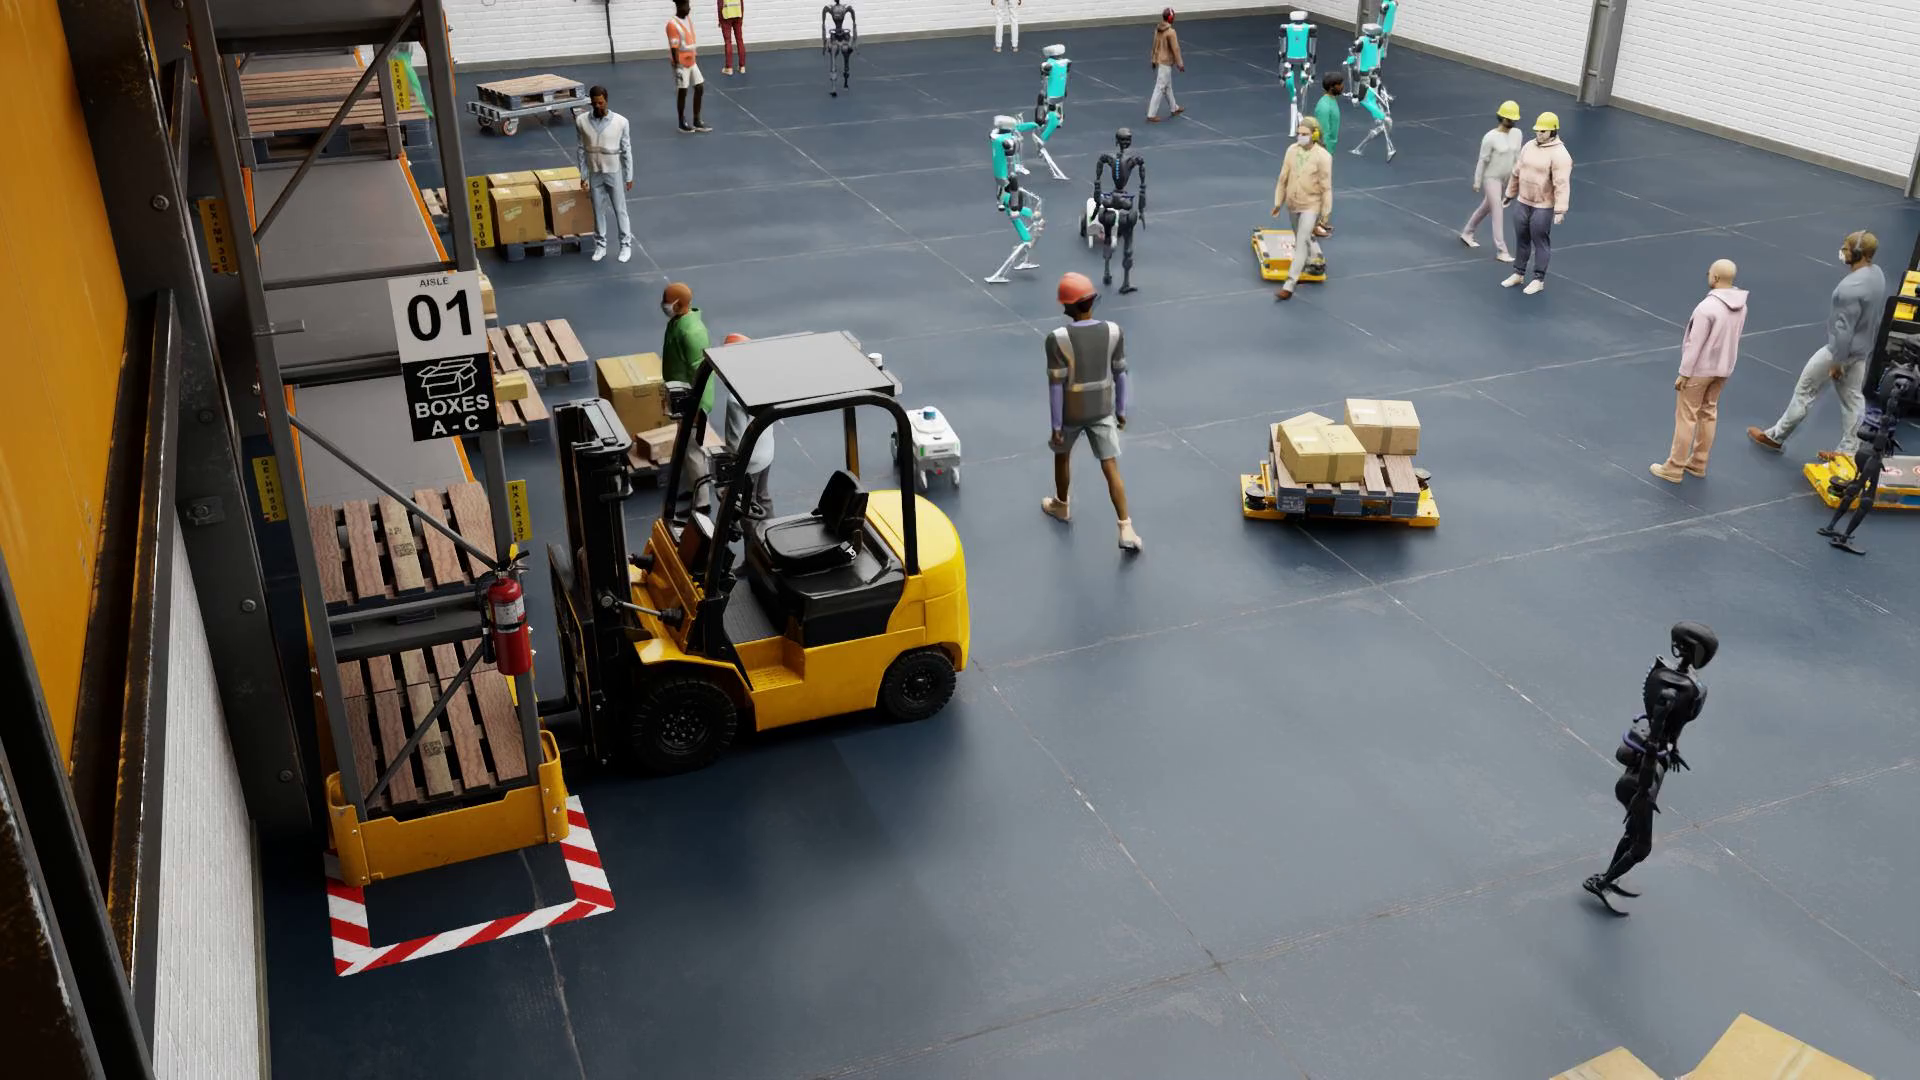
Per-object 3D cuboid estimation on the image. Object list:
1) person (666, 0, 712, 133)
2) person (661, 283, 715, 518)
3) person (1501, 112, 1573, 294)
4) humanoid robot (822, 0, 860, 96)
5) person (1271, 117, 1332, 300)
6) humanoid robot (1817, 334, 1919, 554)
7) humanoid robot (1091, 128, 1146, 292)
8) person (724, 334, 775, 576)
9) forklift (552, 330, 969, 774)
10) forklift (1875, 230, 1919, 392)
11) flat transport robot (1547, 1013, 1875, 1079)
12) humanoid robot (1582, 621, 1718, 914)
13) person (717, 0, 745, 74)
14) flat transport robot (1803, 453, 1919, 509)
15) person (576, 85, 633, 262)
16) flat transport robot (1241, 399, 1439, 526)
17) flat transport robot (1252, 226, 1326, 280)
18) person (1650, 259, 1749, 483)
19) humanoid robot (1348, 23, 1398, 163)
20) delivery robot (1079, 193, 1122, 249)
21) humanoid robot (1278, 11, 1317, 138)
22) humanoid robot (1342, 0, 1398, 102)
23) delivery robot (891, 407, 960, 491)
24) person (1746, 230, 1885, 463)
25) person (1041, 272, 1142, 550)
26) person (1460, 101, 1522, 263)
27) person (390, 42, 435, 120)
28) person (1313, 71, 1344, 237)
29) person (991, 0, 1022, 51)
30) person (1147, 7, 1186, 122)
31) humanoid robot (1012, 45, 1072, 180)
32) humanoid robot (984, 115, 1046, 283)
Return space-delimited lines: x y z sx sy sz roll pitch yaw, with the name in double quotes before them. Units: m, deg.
"person" -3.830 -6.742 23.523 0.548 1.944 0.652 11 29 21
"person" -2.027 -1.058 12.417 0.412 1.776 0.559 -9 28 -18
"person" 5.965 -3.485 17.156 0.429 1.859 0.793 -14 30 -26
"humanoid robot" -1.859 -7.763 25.913 0.588 1.624 0.791 0 27 1
"person" 3.514 -3.435 17.103 0.925 1.839 0.591 -22 34 -37
"humanoid robot" 6.515 -0.704 11.841 0.458 1.637 0.610 18 32 32
"humanoid robot" 1.626 -3.429 17.242 0.600 1.636 0.442 10 28 18
"person" -1.473 -0.590 11.522 0.344 1.740 0.573 8 28 15
"forklift" -1.094 0.010 9.831 2.313 2.155 1.214 -10 28 -20
"forklift" 9.029 -2.397 14.618 1.214 2.155 2.313 18 32 32
"flat transport robot" 2.803 2.800 6.418 0.659 0.231 1.431 -13 29 -24
"humanoid robot" 3.417 1.104 8.240 0.376 1.642 0.599 18 32 31
"person" -3.767 -8.581 27.388 0.468 1.769 0.378 -14 30 -26
"flat transport robot" 7.372 -0.422 12.826 1.431 0.231 0.659 4 27 7
"person" -3.844 -3.990 18.102 0.591 1.911 0.391 4 27 7
"flat transport robot" 2.881 -0.348 12.680 1.431 0.231 0.659 3 27 5
"flat transport robot" 3.594 -3.136 18.225 0.659 0.231 1.431 2 27 3
"person" 5.788 -1.296 12.890 0.538 1.776 0.408 -14 30 -26
"humanoid robot" 5.654 -5.922 22.151 0.530 1.769 0.975 -21 33 -35
"delivery robot" 1.619 -3.654 18.944 0.499 0.601 0.783 1 27 2
"humanoid robot" 4.806 -6.661 23.654 0.559 1.760 1.038 8 28 15
"humanoid robot" 6.205 -7.481 25.264 1.042 1.734 0.545 16 31 28
"delivery robot" -0.243 -0.766 13.199 0.499 0.599 0.797 -7 27 -13
"person" 6.902 -1.543 13.235 0.642 1.903 0.917 -21 33 -35
"person" 0.932 -0.908 11.900 0.651 1.984 1.032 -8 28 -16
"person" 5.901 -3.978 18.289 0.518 1.711 0.929 -15 30 -27
"person" -8.160 -7.004 24.229 0.924 1.797 0.580 -5 27 -10
"person" 4.152 -4.416 19.011 0.398 1.852 0.492 7 28 13
"person" 0.818 -9.544 29.190 0.570 1.877 0.350 -2 27 -3
"person" 3.081 -6.940 24.284 0.801 1.620 0.463 -11 29 -21
"humanoid robot" 0.989 -5.441 21.223 1.039 1.760 0.541 21 34 36
"humanoid robot" 0.632 -3.577 17.450 0.927 1.751 0.548 -9 28 -16
